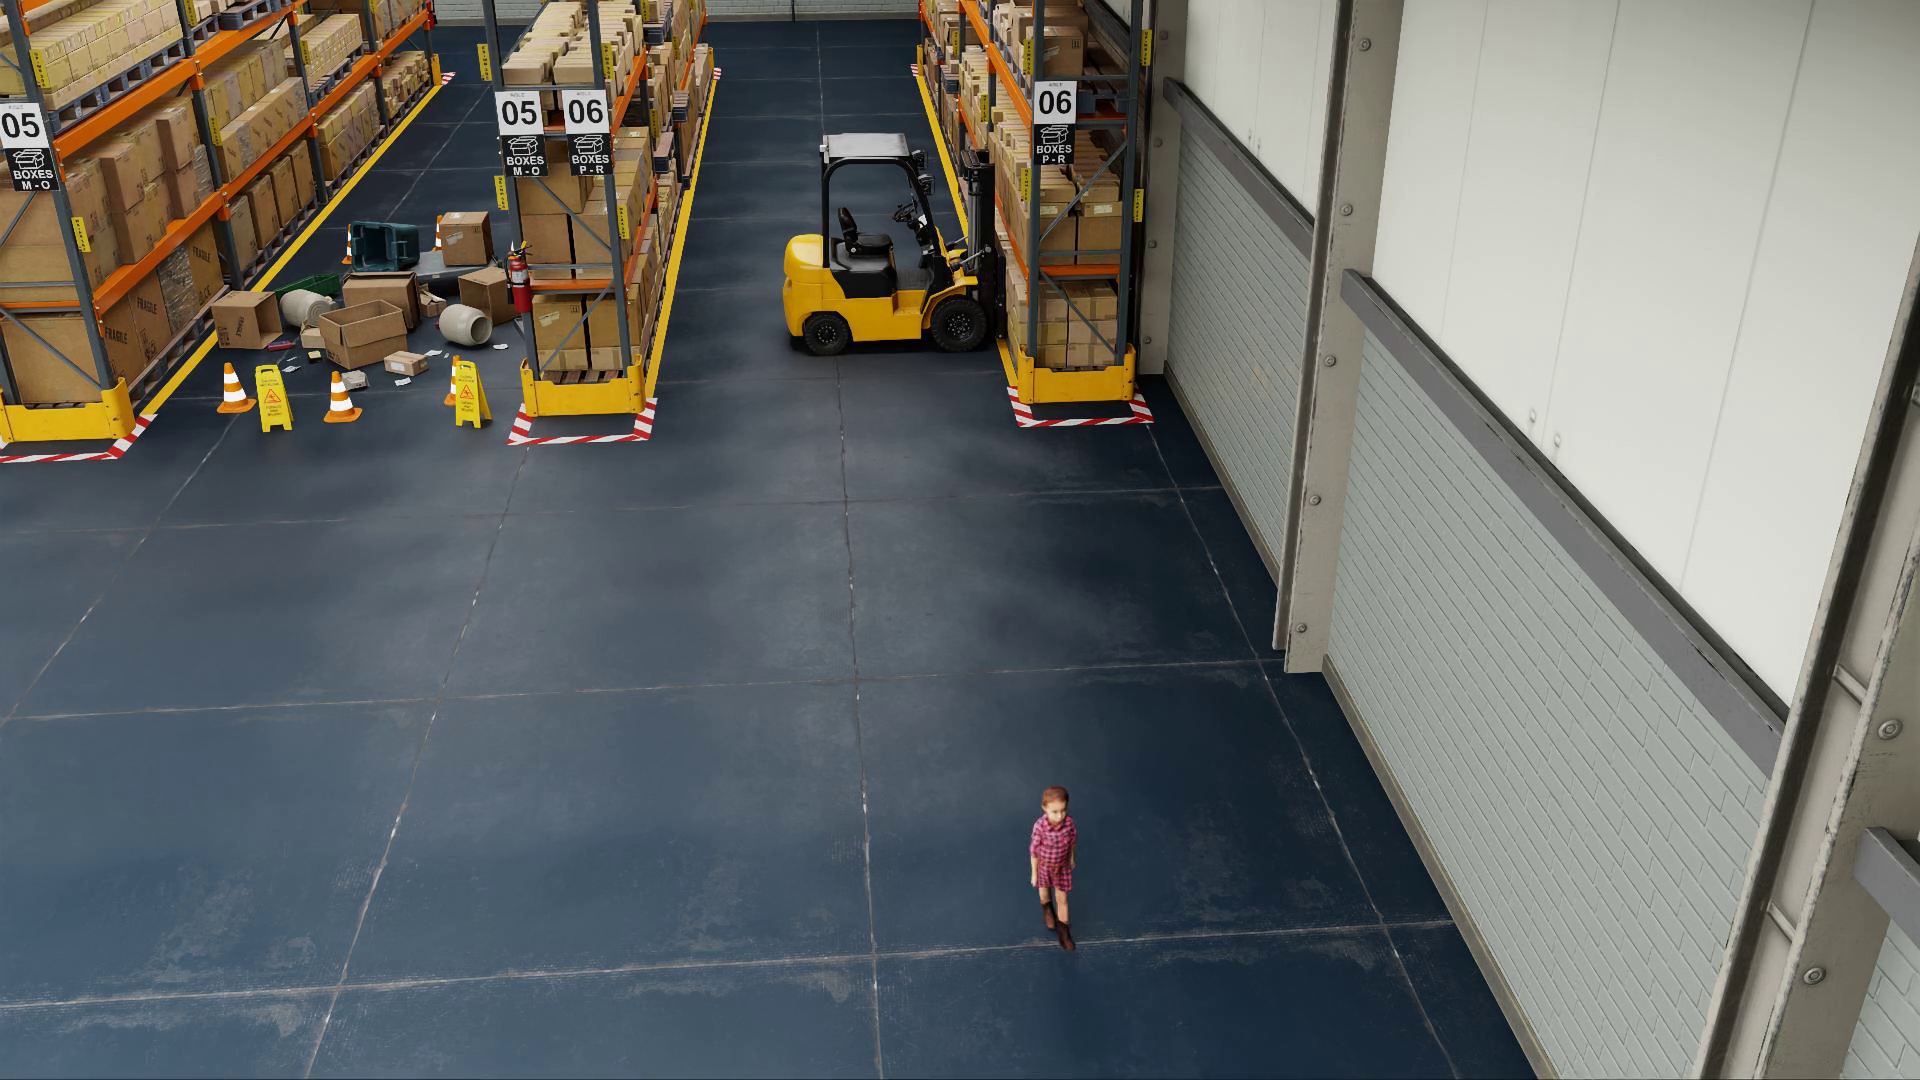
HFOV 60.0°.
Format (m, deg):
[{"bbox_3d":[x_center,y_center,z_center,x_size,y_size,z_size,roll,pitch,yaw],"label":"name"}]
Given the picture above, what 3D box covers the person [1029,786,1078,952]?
[{"bbox_3d":[0.525,1.817,9.563,0.469,1.004,0.710,-5,28,-9],"label":"person"}]
